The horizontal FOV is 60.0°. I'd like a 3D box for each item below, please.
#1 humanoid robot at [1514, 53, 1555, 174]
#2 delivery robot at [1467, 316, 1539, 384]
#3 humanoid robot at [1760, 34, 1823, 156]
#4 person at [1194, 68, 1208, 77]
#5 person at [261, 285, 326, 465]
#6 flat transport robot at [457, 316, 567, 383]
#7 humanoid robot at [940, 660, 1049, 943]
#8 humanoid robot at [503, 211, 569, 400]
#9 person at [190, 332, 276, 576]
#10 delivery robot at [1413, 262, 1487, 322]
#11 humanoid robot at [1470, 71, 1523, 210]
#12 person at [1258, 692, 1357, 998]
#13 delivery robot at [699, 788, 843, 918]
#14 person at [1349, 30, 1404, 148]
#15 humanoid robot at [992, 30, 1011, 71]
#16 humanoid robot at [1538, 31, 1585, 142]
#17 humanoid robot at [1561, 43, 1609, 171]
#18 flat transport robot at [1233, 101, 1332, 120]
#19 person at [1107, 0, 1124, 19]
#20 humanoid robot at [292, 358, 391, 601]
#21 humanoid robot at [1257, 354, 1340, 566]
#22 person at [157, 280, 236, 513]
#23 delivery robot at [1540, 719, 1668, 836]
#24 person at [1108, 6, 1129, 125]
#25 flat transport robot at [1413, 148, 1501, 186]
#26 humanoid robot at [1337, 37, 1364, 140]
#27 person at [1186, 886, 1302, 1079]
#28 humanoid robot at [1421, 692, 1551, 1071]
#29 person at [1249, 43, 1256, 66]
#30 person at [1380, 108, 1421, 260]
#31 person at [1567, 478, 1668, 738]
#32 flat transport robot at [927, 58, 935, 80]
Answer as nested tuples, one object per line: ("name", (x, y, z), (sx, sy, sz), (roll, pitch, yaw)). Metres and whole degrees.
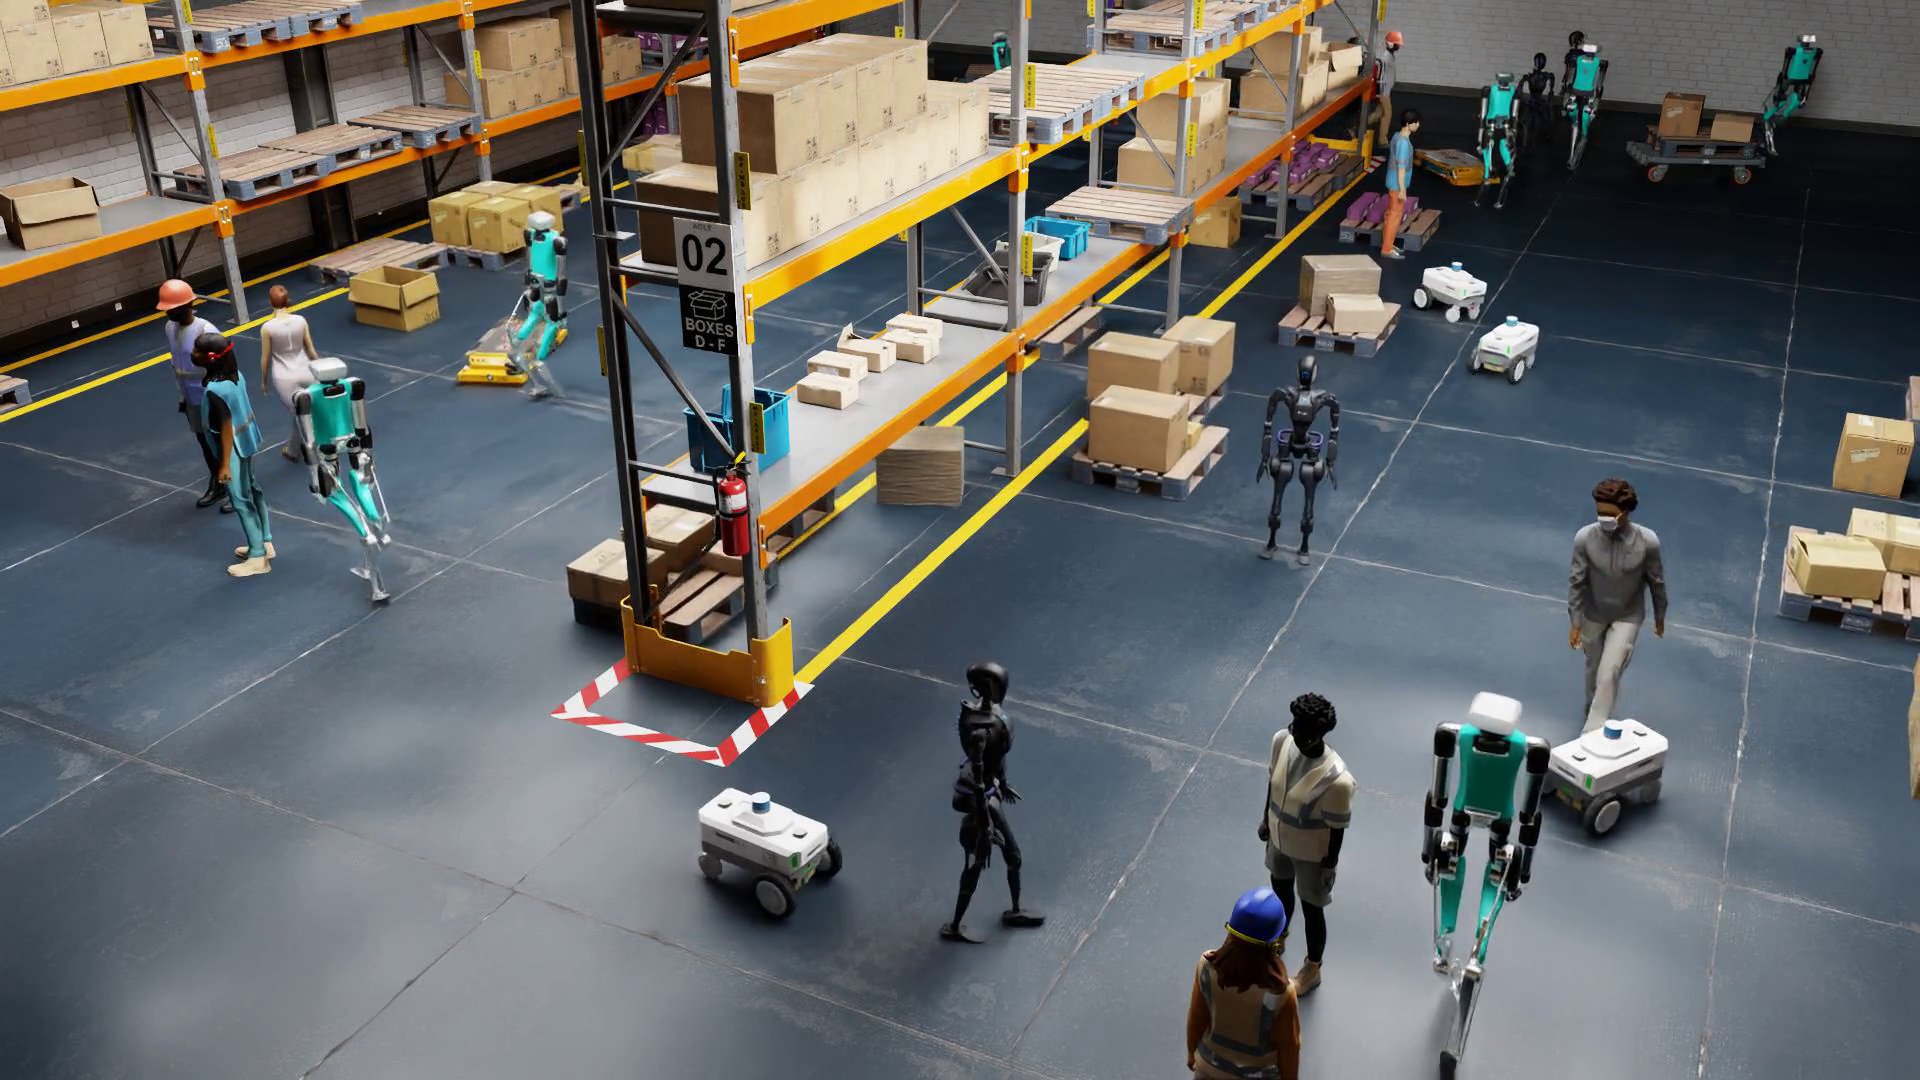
("humanoid robot", (8.017, -5.934, 23.178), (0.615, 1.654, 0.381), (-5, 27, -10))
("delivery robot", (5.341, -1.870, 16.254), (0.499, 0.614, 0.808), (21, 33, 36))
("humanoid robot", (12.040, -6.470, 24.314), (0.546, 1.892, 0.781), (-1, 26, -2))
("person", (3.462, -6.963, 25.012), (0.416, 1.905, 0.769), (-21, 33, -36))
("person", (-5.590, -1.335, 13.963), (0.852, 1.607, 0.461), (20, 33, 35))
("flat transport robot", (-4.459, -1.903, 16.621), (0.659, 0.231, 1.431), (2, 26, 5))
("humanoid robot", (0.177, 1.345, 8.477), (0.562, 1.644, 0.590), (4, 27, 8))
("humanoid robot", (-3.950, -2.078, 15.337), (0.531, 1.802, 0.734), (19, 32, 33))
("person", (-5.352, -0.638, 12.268), (0.384, 1.865, 0.539), (-4, 27, -8))
("delivery robot", (5.284, -2.693, 17.886), (0.525, 0.587, 0.756), (-12, 29, -23))
("humanoid robot", (6.970, -5.057, 21.361), (0.550, 1.778, 0.888), (-1, 26, -3))
("person", (1.679, 1.483, 8.183), (0.320, 1.693, 0.534), (-15, 30, -28))
("delivery robot", (-1.062, 1.663, 9.103), (0.798, 0.601, 0.499), (16, 30, 28))
("person", (6.188, -6.672, 24.616), (0.663, 1.717, 0.577), (6, 27, 12))
("humanoid robot", (0.818, -6.656, 24.589), (1.057, 1.722, 0.581), (-2, 26, -3))
("humanoid robot", (9.175, -6.793, 24.978), (0.795, 1.626, 0.610), (0, 26, 1))
("humanoid robot", (8.868, -6.169, 23.610), (0.552, 1.780, 0.883), (16, 31, 29))
("flat transport robot", (5.173, -6.877, 26.670), (1.431, 0.231, 0.659), (21, 33, 36))
("person", (2.656, -8.997, 29.079), (0.409, 1.931, 0.531), (-9, 28, -18))
("humanoid robot", (-4.302, -0.392, 11.941), (0.881, 1.783, 0.554), (20, 33, 35))
("humanoid robot", (2.528, -0.598, 12.392), (0.600, 1.652, 0.327), (6, 27, 12))
("person", (-6.033, -1.141, 13.217), (0.543, 1.929, 0.383), (13, 29, 24))
("delivery robot", (3.773, 1.340, 9.752), (0.790, 0.597, 0.499), (-14, 30, -27))
("person", (2.443, -7.465, 26.123), (0.504, 1.816, 0.524), (4, 27, 7))
("flat transport robot", (6.955, -5.245, 23.374), (0.659, 0.231, 1.431), (-5, 27, -11))
("humanoid robot", (5.765, -6.541, 24.421), (0.540, 1.636, 0.615), (13, 29, 24))
("person", (1.141, 2.148, 6.738), (0.478, 1.777, 0.306), (14, 30, 26))
("humanoid robot", (2.373, 1.674, 7.777), (0.543, 1.767, 0.968), (10, 28, 19))
("person", (4.899, -7.697, 26.517), (0.555, 1.877, 0.406), (24, 35, 39))
("person", (5.167, -4.181, 19.546), (0.332, 1.759, 0.498), (3, 27, 7))
("person", (3.950, 0.466, 10.072), (0.556, 1.837, 0.838), (16, 31, 29))
("flat transport robot", (-0.805, -6.717, 26.346), (1.431, 0.231, 0.659), (7, 27, 13))
